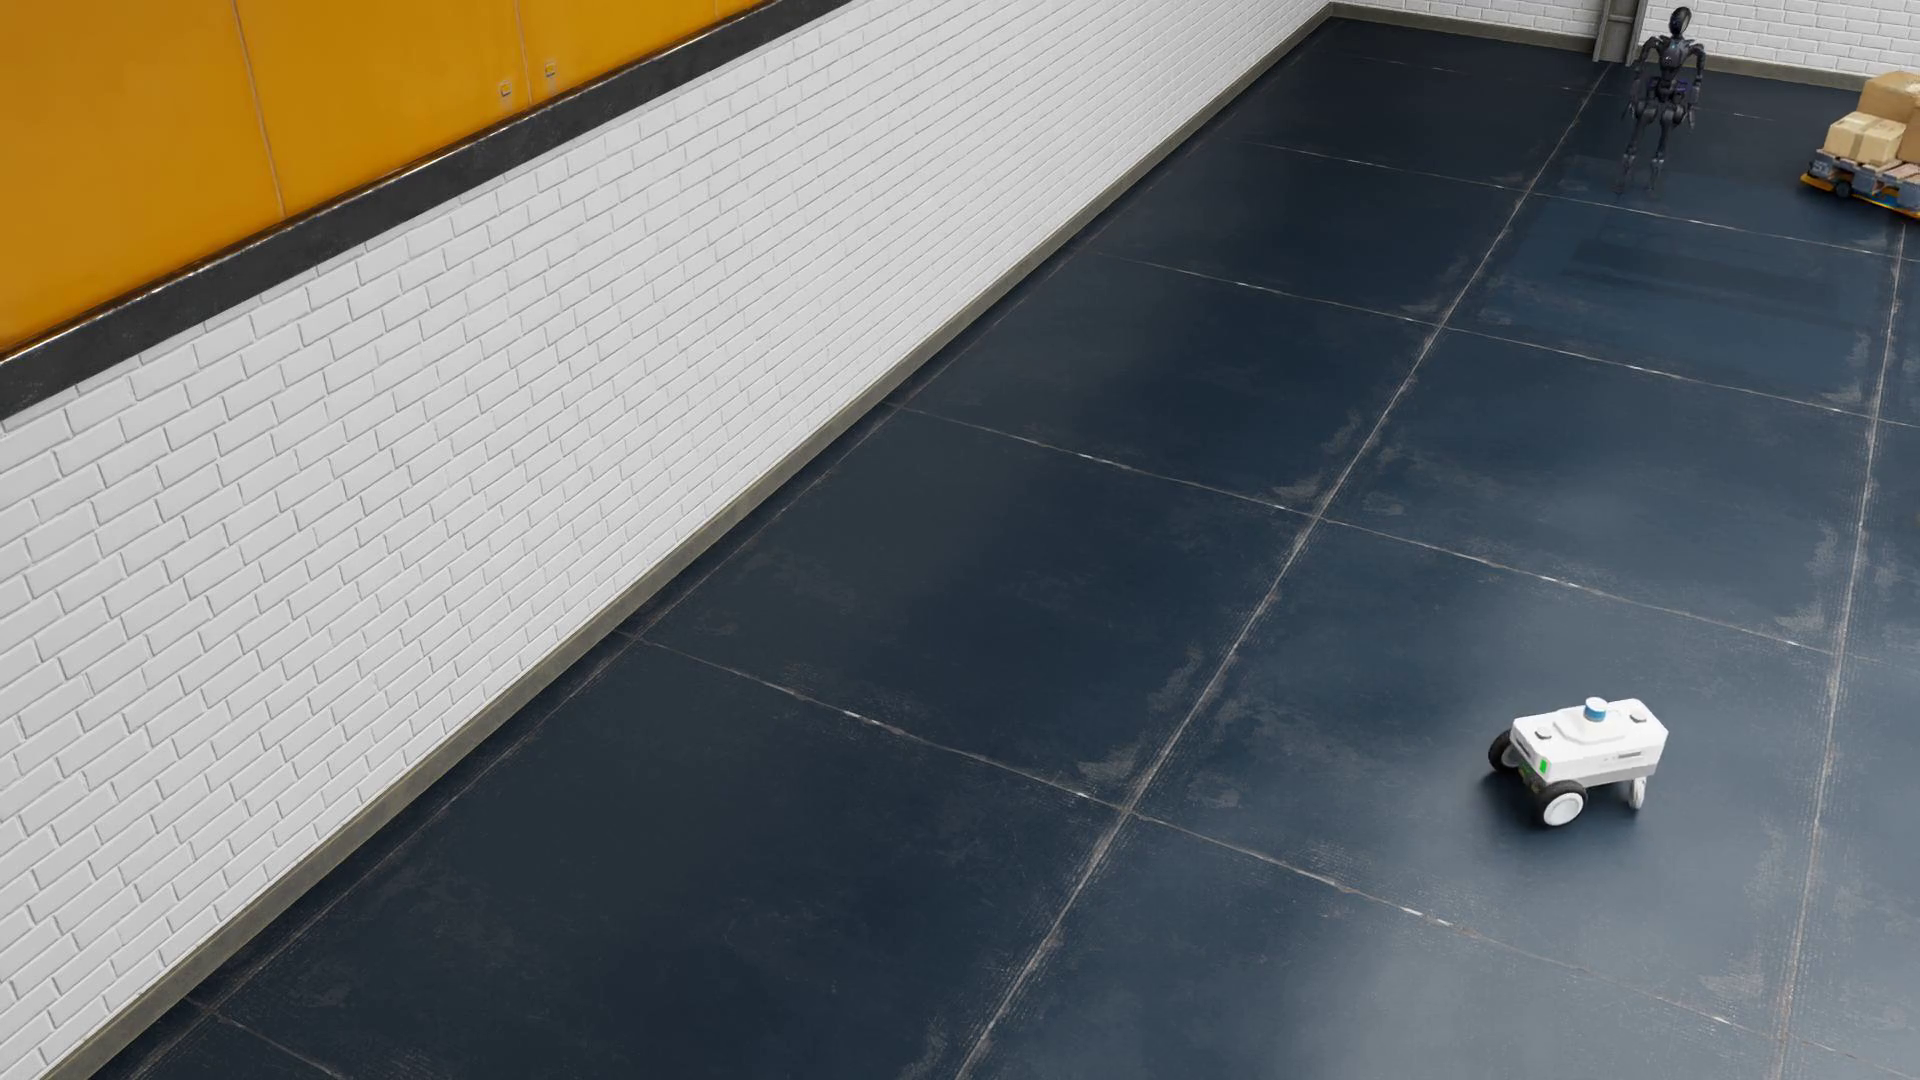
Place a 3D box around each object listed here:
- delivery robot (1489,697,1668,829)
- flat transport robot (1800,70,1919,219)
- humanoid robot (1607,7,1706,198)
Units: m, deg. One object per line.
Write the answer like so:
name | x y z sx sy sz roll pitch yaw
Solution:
delivery robot | 3.041 1.043 8.173 0.771 0.600 0.501 -8 35 -12
flat transport robot | 8.198 -3.058 14.527 0.659 0.231 1.431 -21 39 -28
humanoid robot | 6.047 -3.762 14.321 0.610 1.652 0.345 17 37 23
